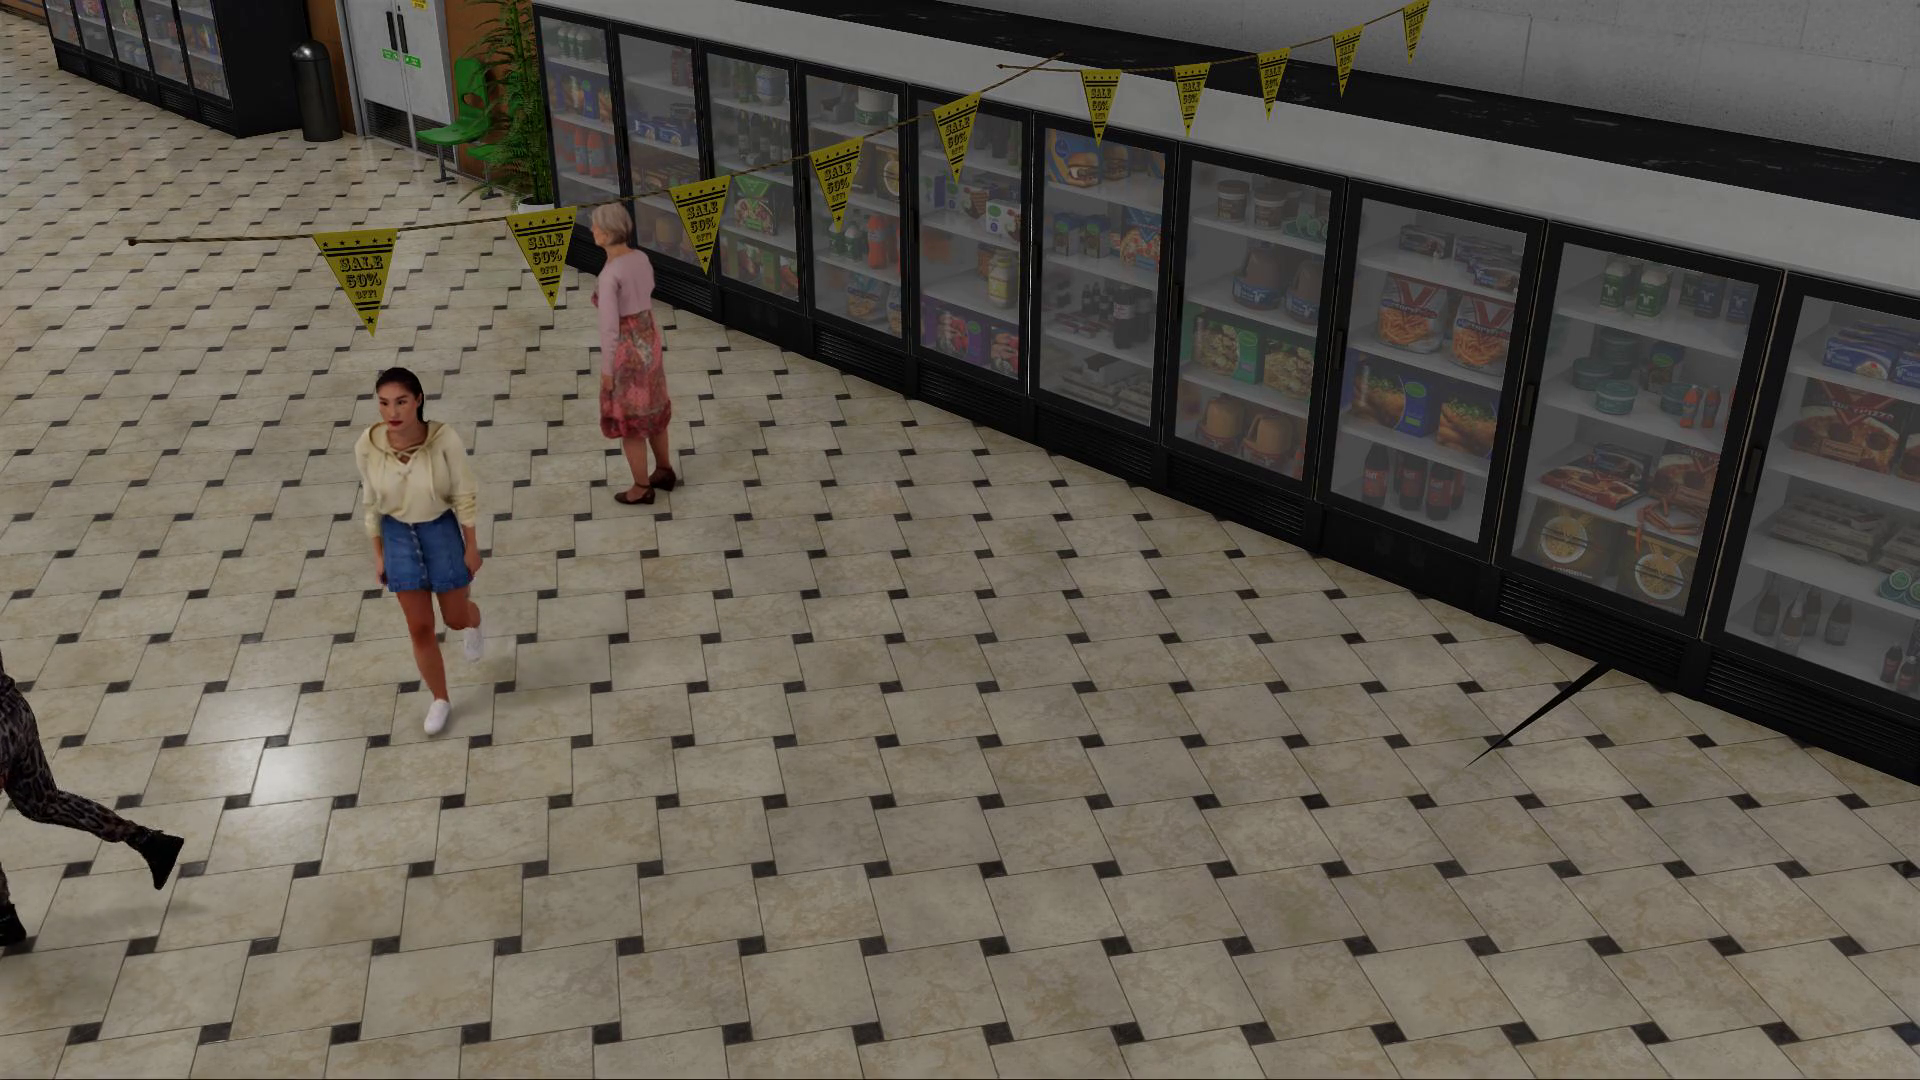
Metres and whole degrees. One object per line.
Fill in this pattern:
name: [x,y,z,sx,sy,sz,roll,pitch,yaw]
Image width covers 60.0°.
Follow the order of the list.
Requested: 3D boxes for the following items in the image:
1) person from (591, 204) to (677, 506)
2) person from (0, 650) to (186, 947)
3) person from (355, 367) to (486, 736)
person: [-1.770,-0.995,9.034,0.744,1.686,0.625,11,29,20]
person: [-3.253,0.676,5.734,1.128,1.690,0.937,-6,28,-13]
person: [-2.274,0.006,7.137,0.960,1.616,1.010,-1,27,-2]
